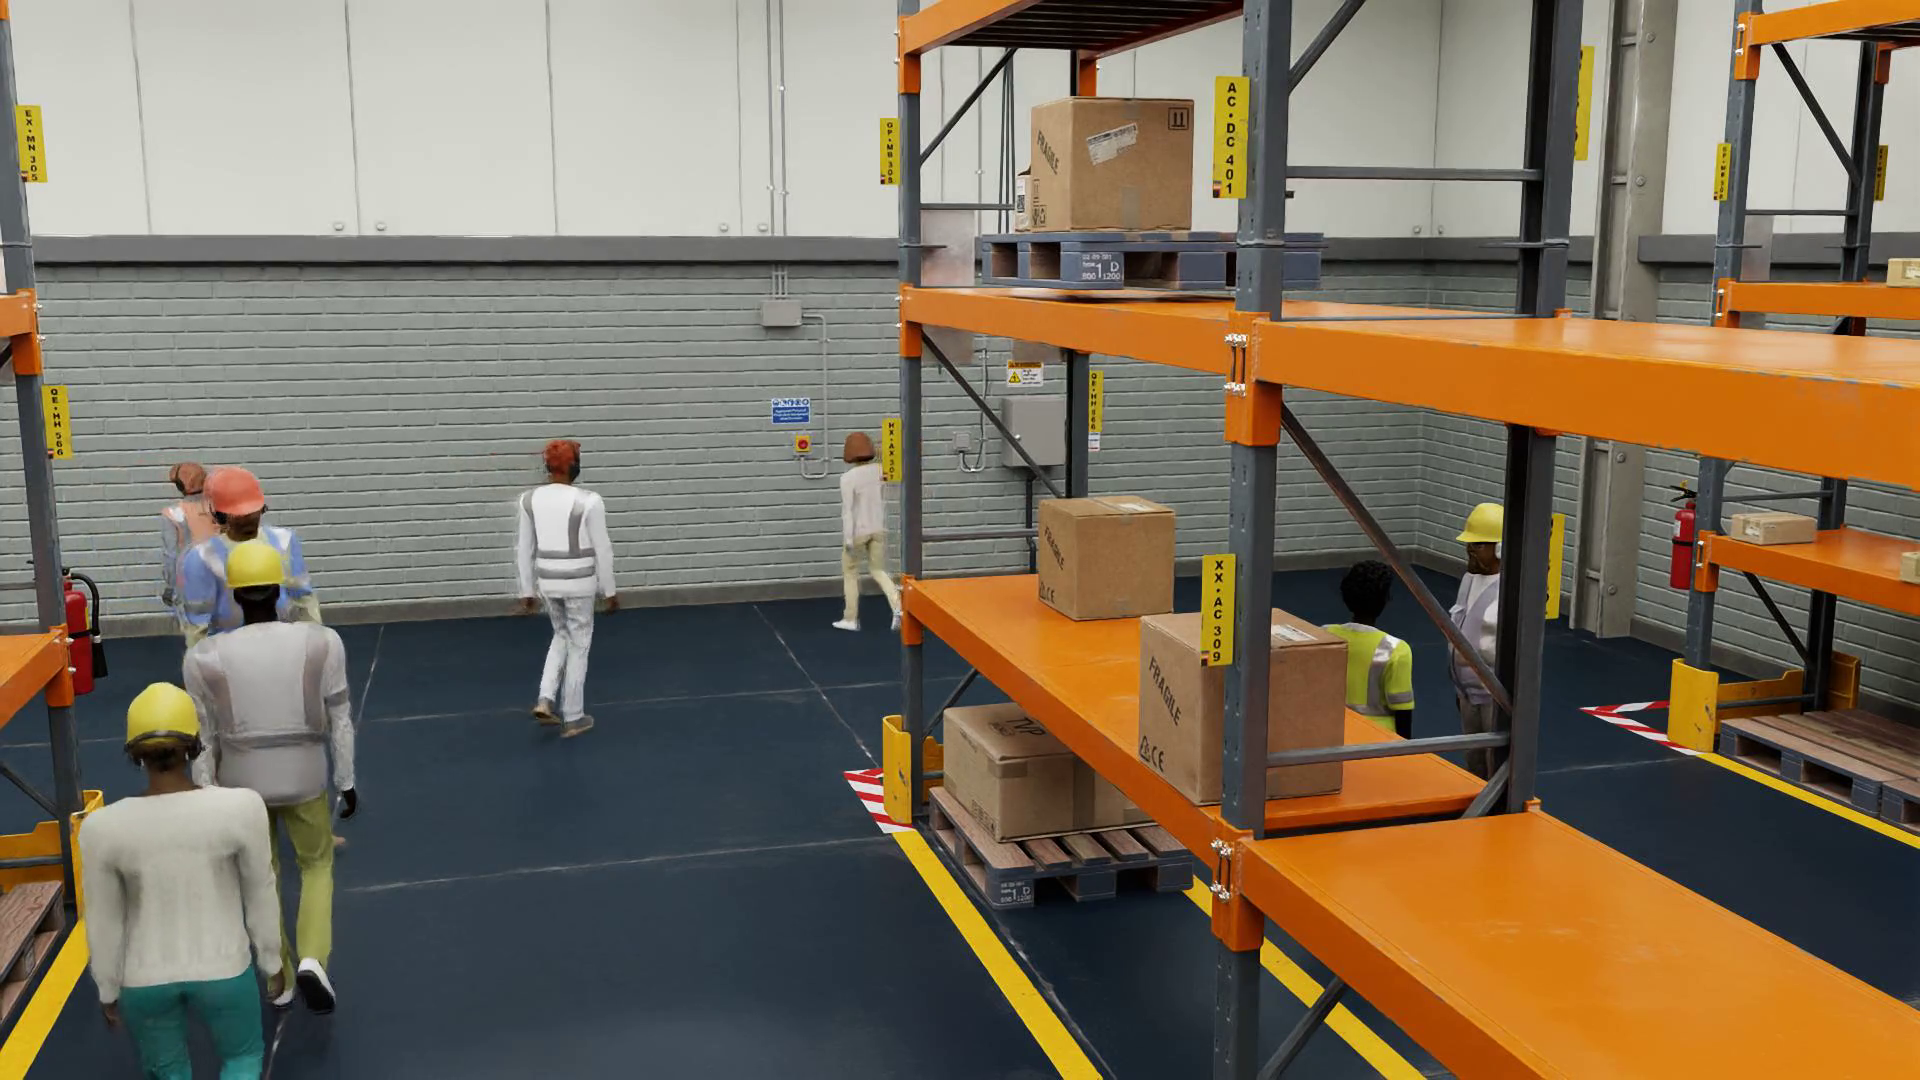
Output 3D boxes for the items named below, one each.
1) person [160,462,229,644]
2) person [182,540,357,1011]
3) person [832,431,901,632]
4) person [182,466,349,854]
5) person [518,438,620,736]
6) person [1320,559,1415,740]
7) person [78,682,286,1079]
[{"bbox_3d":[-5.045,0.291,11.059,0.310,1.640,0.514,7,12,34],"label":"person"},{"bbox_3d":[-2.682,0.952,6.499,0.602,1.914,0.569,-4,11,-22],"label":"person"},{"bbox_3d":[-0.721,-0.052,13.088,0.489,1.606,0.655,-9,13,-42],"label":"person"},{"bbox_3d":[-3.581,0.593,8.417,1.121,1.985,0.621,5,11,25],"label":"person"},{"bbox_3d":[-2.421,0.295,10.373,0.584,1.867,0.408,4,11,21],"label":"person"},{"bbox_3d":[1.752,0.923,7.283,0.318,1.700,0.535,-9,14,-42],"label":"person"},{"bbox_3d":[-2.319,1.298,4.993,0.542,1.752,0.455,-3,11,-19],"label":"person"}]
